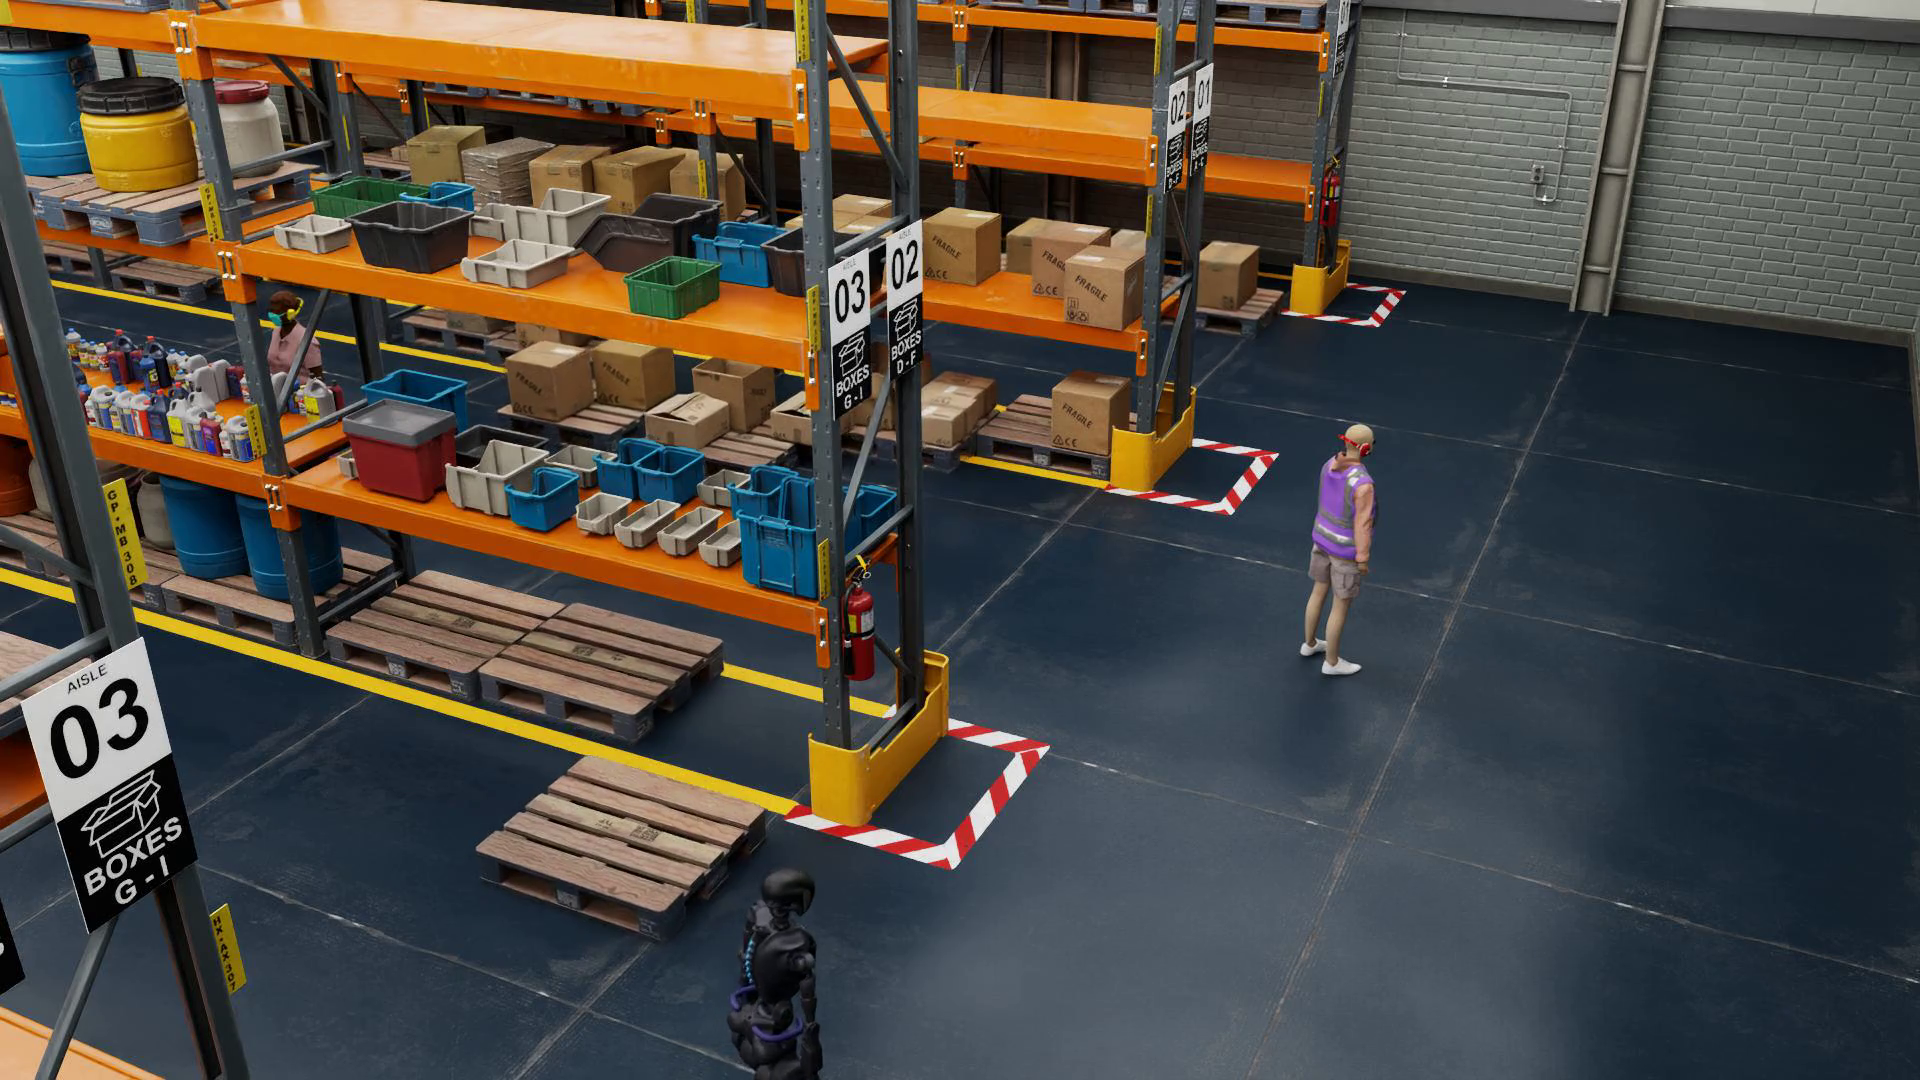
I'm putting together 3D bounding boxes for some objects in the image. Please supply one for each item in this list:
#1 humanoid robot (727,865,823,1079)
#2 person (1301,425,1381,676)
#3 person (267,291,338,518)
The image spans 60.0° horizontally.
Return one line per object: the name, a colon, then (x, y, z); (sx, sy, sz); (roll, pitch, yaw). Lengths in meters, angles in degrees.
humanoid robot: (-0.722, 1.995, 6.719); (0.779, 1.617, 0.612); (-17, 31, -31)
person: (2.427, 0.059, 10.587); (0.349, 1.688, 0.489); (-11, 28, -21)
person: (-5.005, -1.027, 12.657); (0.519, 1.801, 0.331); (15, 30, 27)
